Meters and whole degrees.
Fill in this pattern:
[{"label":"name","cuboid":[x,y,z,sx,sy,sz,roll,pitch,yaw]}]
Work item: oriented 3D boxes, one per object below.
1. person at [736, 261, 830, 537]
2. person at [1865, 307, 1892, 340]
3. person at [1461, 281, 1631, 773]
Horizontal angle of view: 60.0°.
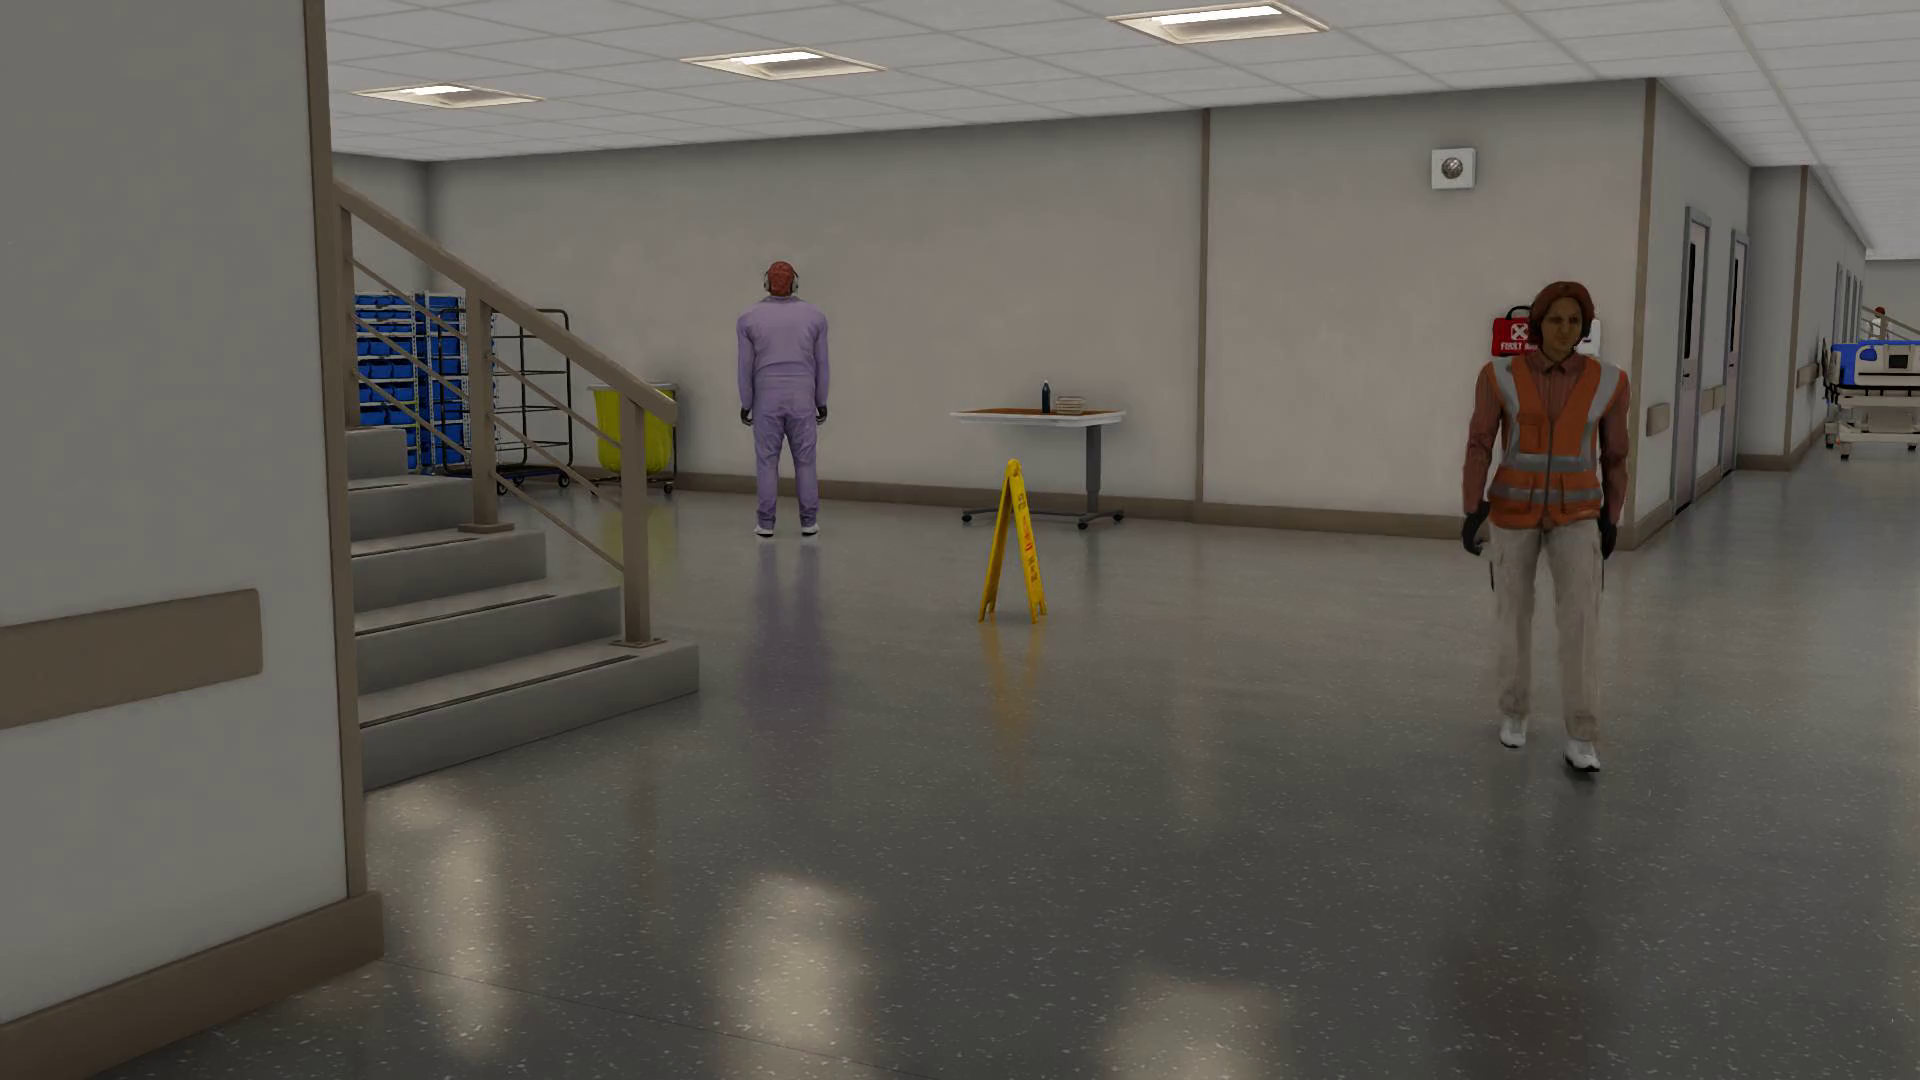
[{"label":"person","cuboid":[-1.224,-0.970,11.531,0.643,1.909,0.410,-1,8,-11]},{"label":"person","cuboid":[21.930,-4.624,39.726,0.572,1.886,0.355,4,8,29]},{"label":"person","cuboid":[1.948,-0.043,5.549,0.536,1.609,0.769,2,8,16]}]
